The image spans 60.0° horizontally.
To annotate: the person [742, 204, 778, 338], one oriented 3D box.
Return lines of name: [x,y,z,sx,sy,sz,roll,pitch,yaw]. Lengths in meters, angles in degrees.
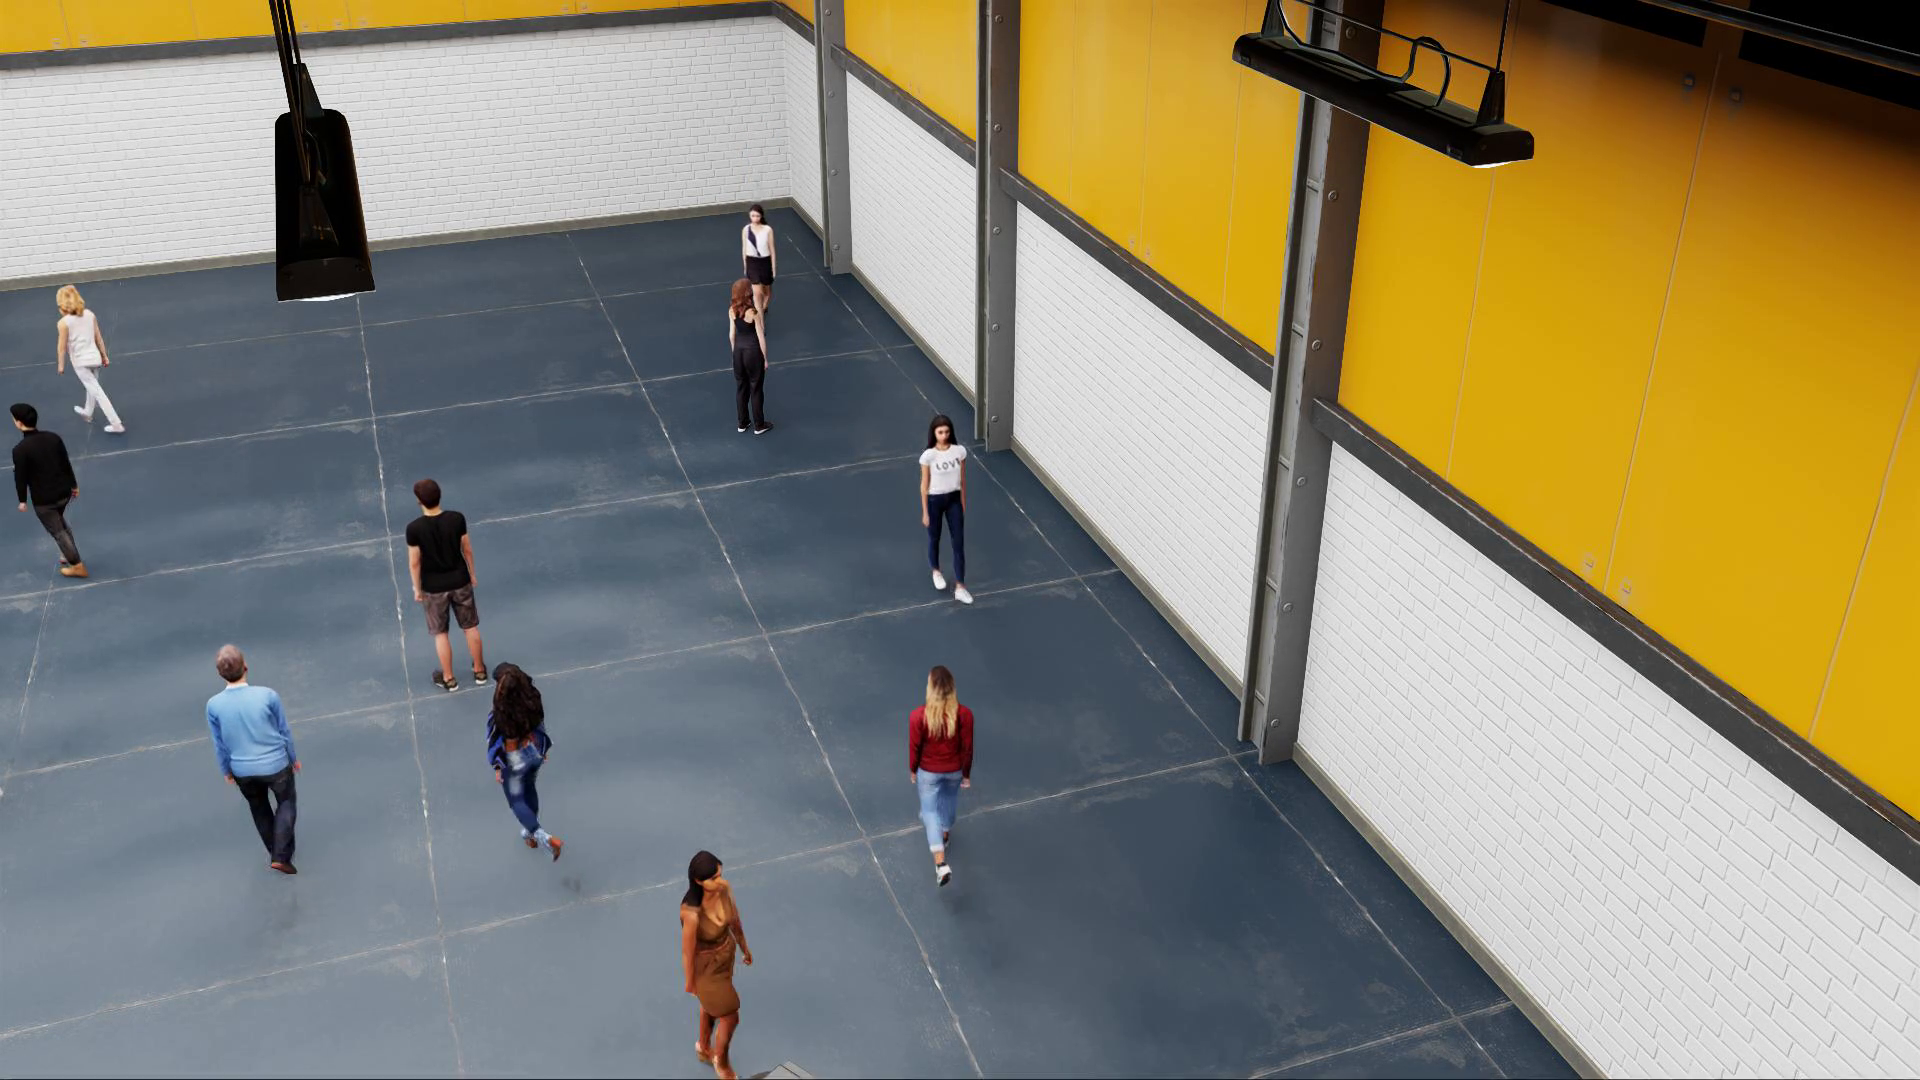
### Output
person: [-2.477,-3.378,20.647,0.744,1.624,1.087,-2,29,-4]

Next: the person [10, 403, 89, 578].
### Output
person: [-8.242,-0.430,15.151,0.864,1.710,0.795,8,30,14]

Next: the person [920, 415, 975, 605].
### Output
person: [-0.188,-0.337,14.937,0.621,1.752,0.887,-10,30,-18]

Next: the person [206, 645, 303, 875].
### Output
person: [-4.808,1.563,11.398,0.751,1.806,0.923,-5,29,-10]

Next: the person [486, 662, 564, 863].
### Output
person: [-3.023,1.574,11.587,0.832,1.605,0.997,-24,37,-37]

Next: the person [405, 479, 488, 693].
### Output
person: [-4.183,0.366,13.542,0.706,1.853,0.638,-16,33,-27]

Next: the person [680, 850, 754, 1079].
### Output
person: [-1.532,2.493,9.829,0.772,1.675,0.712,10,30,18]

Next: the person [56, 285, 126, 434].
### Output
person: [-9.367,-1.902,17.934,1.088,1.630,1.032,12,31,21]

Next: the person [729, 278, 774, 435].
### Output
person: [-2.301,-1.992,17.977,0.663,1.747,0.716,11,31,20]

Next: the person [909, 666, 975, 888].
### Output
person: [-0.111,1.631,11.483,0.718,1.605,1.087,-5,29,-9]
